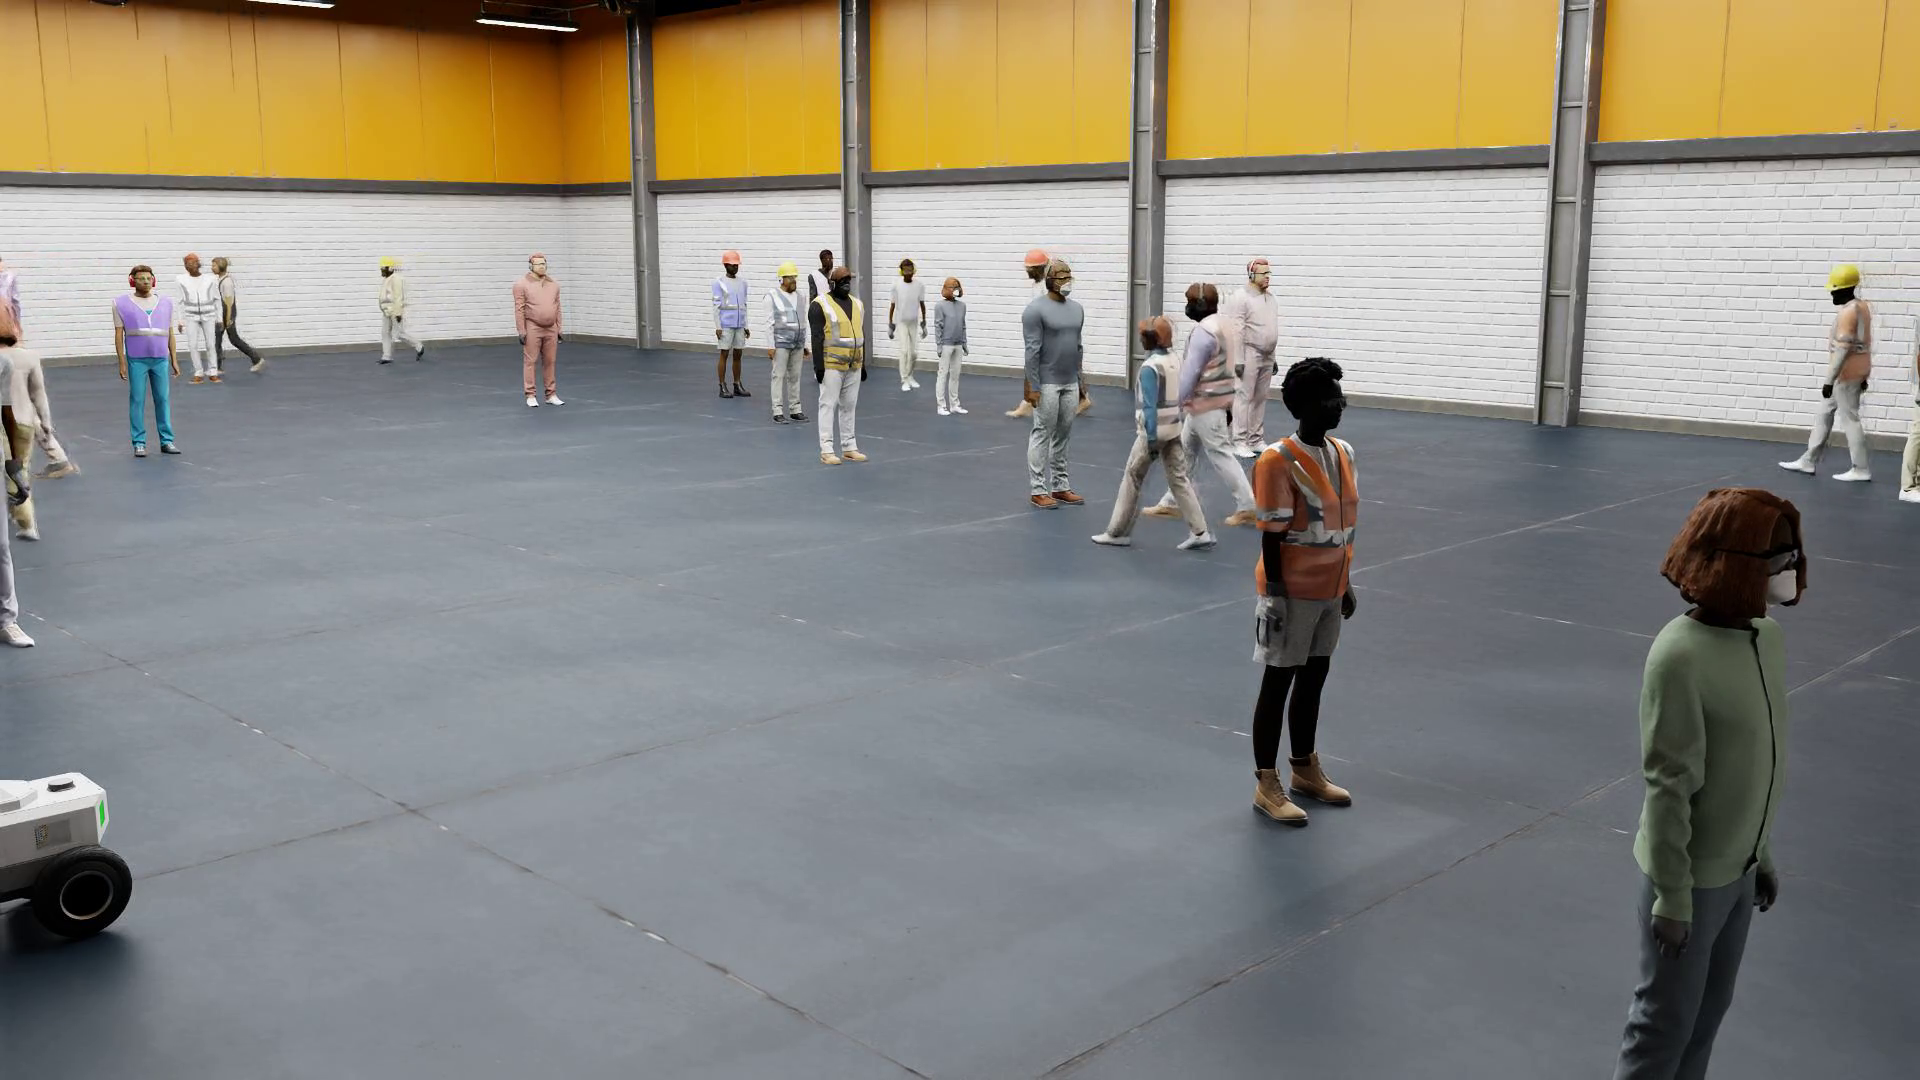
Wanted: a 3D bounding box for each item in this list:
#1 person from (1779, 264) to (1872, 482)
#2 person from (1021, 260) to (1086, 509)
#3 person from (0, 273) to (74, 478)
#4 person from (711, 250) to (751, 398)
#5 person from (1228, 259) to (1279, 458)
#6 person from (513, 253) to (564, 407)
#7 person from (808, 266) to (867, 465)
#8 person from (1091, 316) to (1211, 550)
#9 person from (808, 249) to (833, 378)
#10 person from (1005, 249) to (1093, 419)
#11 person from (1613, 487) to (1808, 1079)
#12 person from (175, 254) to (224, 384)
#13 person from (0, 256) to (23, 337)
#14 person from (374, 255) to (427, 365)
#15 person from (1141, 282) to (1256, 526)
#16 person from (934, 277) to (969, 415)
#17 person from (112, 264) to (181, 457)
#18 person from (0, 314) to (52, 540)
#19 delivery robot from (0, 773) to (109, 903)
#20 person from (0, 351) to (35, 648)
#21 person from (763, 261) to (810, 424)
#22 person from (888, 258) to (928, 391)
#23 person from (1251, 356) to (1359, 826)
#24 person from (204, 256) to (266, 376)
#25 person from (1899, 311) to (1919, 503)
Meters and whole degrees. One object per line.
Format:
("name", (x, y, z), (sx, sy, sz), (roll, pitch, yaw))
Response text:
("person", (7.593, -1.450, 14.498), (0.871, 1.873, 0.635), (8, 13, 36))
("person", (0.757, -1.219, 13.072), (0.631, 1.940, 0.372), (-10, 15, -44))
("person", (-8.368, -1.477, 14.516), (1.065, 1.941, 0.603), (-4, 11, -20))
("person", (-2.991, -2.835, 21.899), (0.550, 1.935, 0.376), (-10, 15, -44))
("person", (2.870, -1.757, 16.091), (0.642, 1.908, 0.409), (-10, 15, -44))
("person", (-5.247, -2.624, 20.822), (0.642, 1.909, 0.409), (-10, 15, -44))
("person", (-1.115, -1.634, 15.602), (0.626, 1.844, 0.429), (-10, 15, -44))
("person", (1.342, -0.721, 11.295), (0.832, 1.595, 0.524), (7, 12, 33))
("person", (-2.004, -3.367, 24.831), (0.592, 1.922, 0.392), (-10, 15, -44))
("person", (1.075, -2.397, 19.384), (1.020, 1.991, 0.627), (-4, 11, -18))
("person", (1.558, 0.697, 3.453), (0.500, 1.633, 0.282), (-10, 15, -44))
("person", (-10.958, -3.182, 23.994), (0.622, 1.865, 0.425), (-4, 11, -21))
("person", (-12.492, -2.830, 21.568), (0.607, 2.044, 0.375), (-10, 15, -44))
("person", (-9.292, -3.794, 27.479), (0.771, 1.809, 0.600), (-9, 13, -39))
("person", (1.839, -0.994, 12.264), (0.939, 1.796, 0.638), (3, 11, 18))
("person", (-0.100, -2.308, 19.844), (0.500, 1.633, 0.282), (-10, 15, -44))
("person", (-7.887, -1.739, 16.148), (0.566, 1.850, 0.389), (-10, 15, -44))
("person", (-6.789, -0.813, 11.797), (0.868, 1.579, 0.516), (8, 13, 38))
("delivery robot", (-2.988, 0.902, 5.023), (0.707, 0.478, 0.477), (-10, 14, -44))
("person", (-5.044, -0.343, 8.491), (0.513, 1.870, 0.328), (-10, 15, -44))
("person", (-1.950, -2.240, 18.914), (0.590, 1.837, 0.404), (-10, 15, -44))
("person", (-0.735, -2.977, 22.992), (0.549, 1.826, 0.693), (-3, 11, -18))
("person", (1.270, 0.179, 6.102), (0.535, 1.700, 0.318), (-10, 15, -44))
("person", (-11.161, -3.423, 25.438), (0.875, 1.819, 0.516), (-8, 13, -39))
("person", (7.801, -1.227, 13.330), (0.513, 1.861, 0.328), (-10, 15, -44))
